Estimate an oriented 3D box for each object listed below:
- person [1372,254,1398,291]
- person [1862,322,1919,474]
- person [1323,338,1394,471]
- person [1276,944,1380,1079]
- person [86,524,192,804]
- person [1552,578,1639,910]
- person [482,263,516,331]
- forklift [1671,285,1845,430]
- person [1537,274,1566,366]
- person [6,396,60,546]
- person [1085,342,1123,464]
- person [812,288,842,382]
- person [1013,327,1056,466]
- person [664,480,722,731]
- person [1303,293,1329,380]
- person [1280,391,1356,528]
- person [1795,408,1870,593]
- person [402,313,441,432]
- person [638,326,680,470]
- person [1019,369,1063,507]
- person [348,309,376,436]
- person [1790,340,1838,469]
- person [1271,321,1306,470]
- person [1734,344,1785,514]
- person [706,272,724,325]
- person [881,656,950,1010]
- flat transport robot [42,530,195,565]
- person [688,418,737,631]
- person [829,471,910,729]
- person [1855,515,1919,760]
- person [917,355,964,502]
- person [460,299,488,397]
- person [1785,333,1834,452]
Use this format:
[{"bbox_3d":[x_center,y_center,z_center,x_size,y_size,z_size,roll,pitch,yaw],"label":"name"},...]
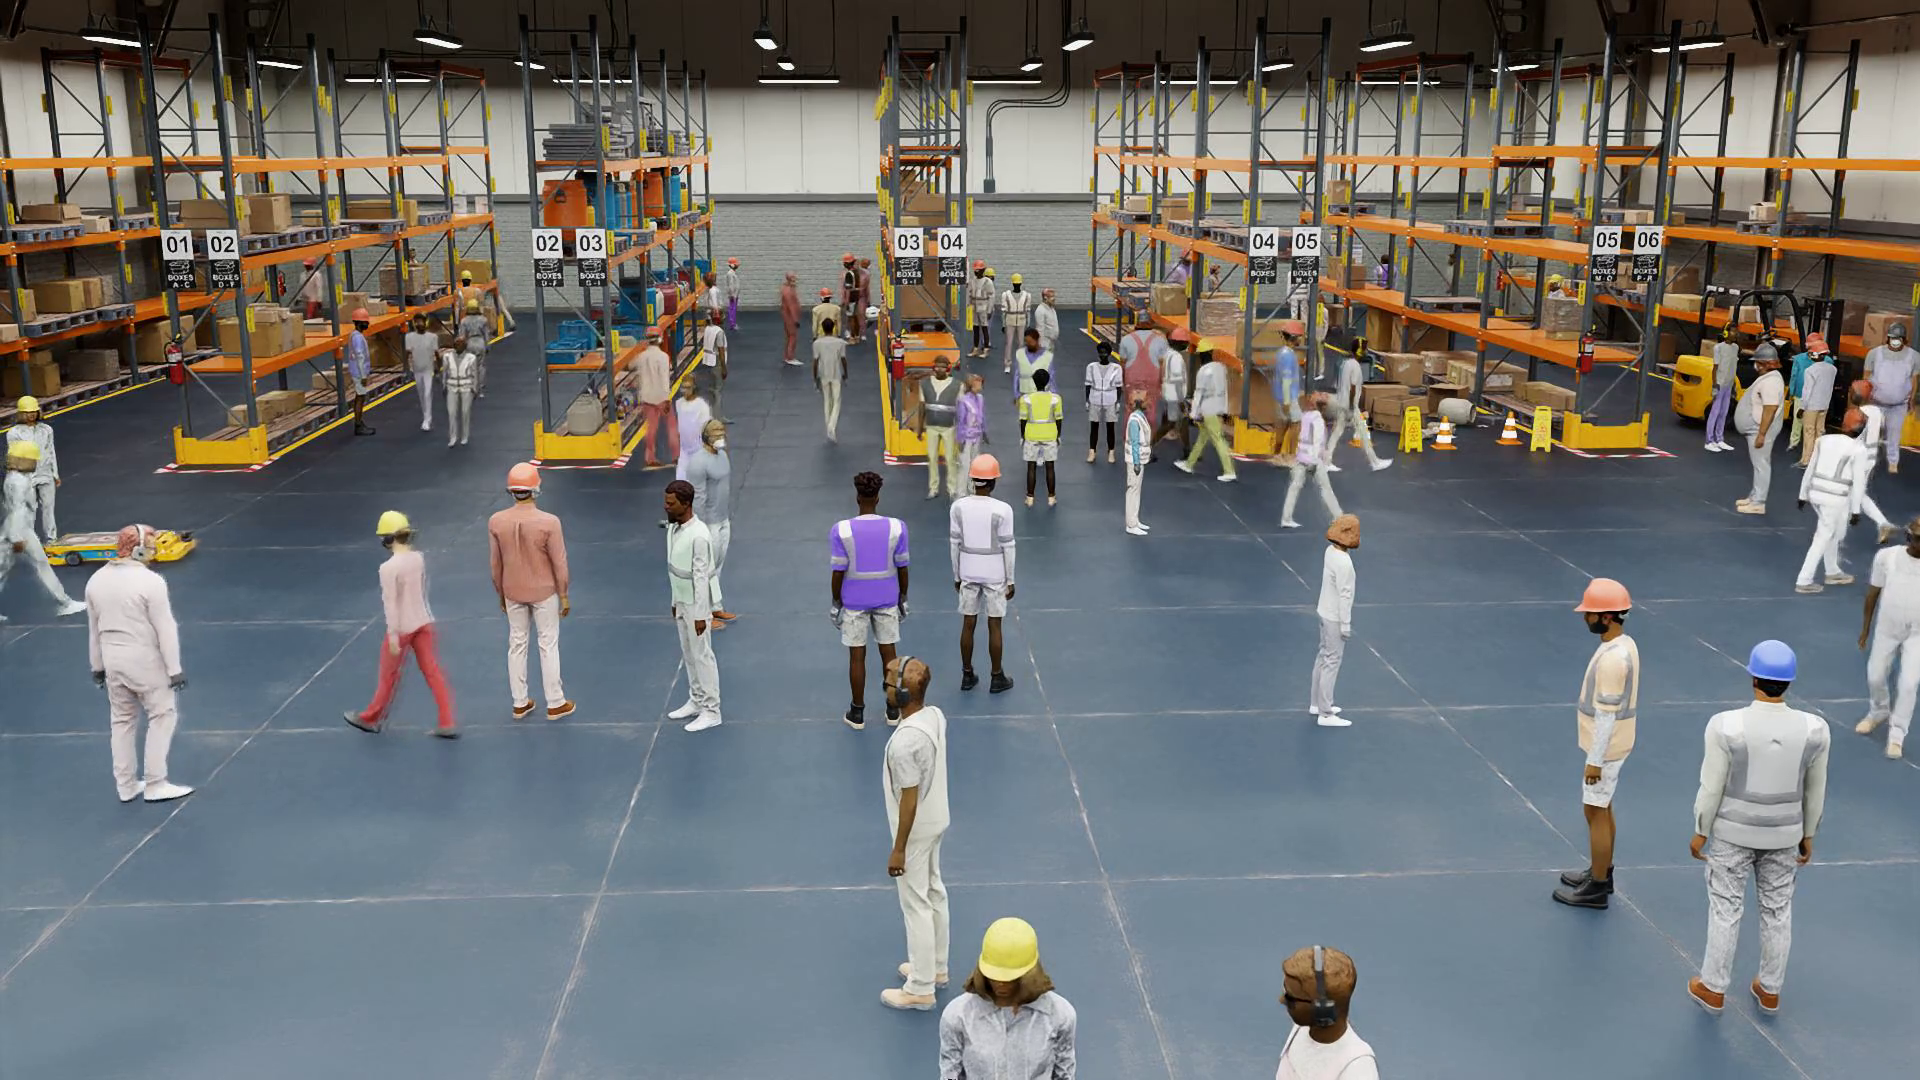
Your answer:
[{"bbox_3d":[10.078,-5.871,39.568,0.624,1.844,0.430,-2,13,-9],"label":"person"},{"bbox_3d":[12.492,-1.911,22.364,0.678,2.000,0.537,6,15,25],"label":"person"},{"bbox_3d":[5.360,-1.805,22.417,1.001,1.812,0.503,-2,13,-7],"label":"person"},{"bbox_3d":[1.173,2.177,5.476,0.346,1.841,0.506,-3,14,-12],"label":"person"},{"bbox_3d":[-5.481,0.834,11.093,0.702,1.885,0.403,5,14,21],"label":"person"},{"bbox_3d":[3.678,1.165,9.590,0.386,1.924,0.548,6,15,24],"label":"person"},{"bbox_3d":[-11.118,-5.822,39.691,1.029,1.685,0.515,-2,13,-9],"label":"person"},{"bbox_3d":[12.503,-2.886,26.166,2.313,2.155,1.214,-1,13,-3],"label":"forklift"},{"bbox_3d":[11.897,-4.414,33.403,0.404,1.836,0.600,-1,13,-5],"label":"person"},{"bbox_3d":[-9.852,-0.671,17.748,0.295,1.744,0.484,8,16,32],"label":"person"},{"bbox_3d":[1.986,-1.904,23.071,0.536,1.697,0.318,3,14,11],"label":"person"},{"bbox_3d":[-2.494,-3.843,31.153,0.570,1.755,0.318,-5,14,-19],"label":"person"},{"bbox_3d":[1.044,-2.005,23.066,0.644,1.895,0.584,6,14,23],"label":"person"},{"bbox_3d":[-2.013,0.476,12.548,0.395,1.910,0.586,-7,15,-29],"label":"person"},{"bbox_3d":[6.748,-3.851,31.453,0.278,1.634,0.498,-8,15,-29],"label":"person"},{"bbox_3d":[4.113,-0.913,19.109,0.888,1.587,0.515,-3,14,-14],"label":"person"},{"bbox_3d":[8.621,-0.389,16.366,0.726,1.845,0.606,-5,14,-20],"label":"person"},{"bbox_3d":[-8.352,-2.616,25.841,0.535,1.821,1.002,-1,13,-5],"label":"person"},{"bbox_3d":[-4.035,-1.940,22.703,0.684,1.937,0.841,11,17,38],"label":"person"},{"bbox_3d":[0.983,-1.241,20.260,0.540,1.696,0.315,0,13,-1],"label":"person"},{"bbox_3d":[-9.109,-2.559,25.363,0.404,1.928,0.545,-5,14,-19],"label":"person"},{"bbox_3d":[11.649,-1.845,22.696,0.563,1.753,0.327,-6,15,-25],"label":"person"},{"bbox_3d":[4.521,-1.951,22.558,0.597,2.020,0.620,1,13,4],"label":"person"},{"bbox_3d":[9.571,-1.342,19.954,0.536,2.000,0.681,7,15,26],"label":"person"},{"bbox_3d":[-4.953,-4.459,33.594,0.344,1.880,0.731,0,13,-1],"label":"person"},{"bbox_3d":[-0.228,1.476,8.433,0.332,1.844,0.508,5,14,19],"label":"person"},{"bbox_3d":[-9.021,0.072,17.753,1.431,0.197,0.652,-2,13,-9],"label":"flat transport robot"},{"bbox_3d":[-2.258,-0.154,15.142,0.351,1.936,0.634,3,14,14],"label":"person"},{"bbox_3d":[-0.681,0.449,12.524,0.612,1.963,0.363,-3,14,-14],"label":"person"},{"bbox_3d":[6.824,0.651,12.016,0.542,1.817,0.650,9,16,33],"label":"person"},{"bbox_3d":[-0.222,-1.388,20.593,0.581,1.832,0.408,4,14,16],"label":"person"},{"bbox_3d":[-8.518,-3.376,29.251,0.480,1.722,0.391,-5,14,-20],"label":"person"},{"bbox_3d":[12.143,-2.100,23.806,0.359,1.743,0.562,-12,18,-41],"label":"person"}]
